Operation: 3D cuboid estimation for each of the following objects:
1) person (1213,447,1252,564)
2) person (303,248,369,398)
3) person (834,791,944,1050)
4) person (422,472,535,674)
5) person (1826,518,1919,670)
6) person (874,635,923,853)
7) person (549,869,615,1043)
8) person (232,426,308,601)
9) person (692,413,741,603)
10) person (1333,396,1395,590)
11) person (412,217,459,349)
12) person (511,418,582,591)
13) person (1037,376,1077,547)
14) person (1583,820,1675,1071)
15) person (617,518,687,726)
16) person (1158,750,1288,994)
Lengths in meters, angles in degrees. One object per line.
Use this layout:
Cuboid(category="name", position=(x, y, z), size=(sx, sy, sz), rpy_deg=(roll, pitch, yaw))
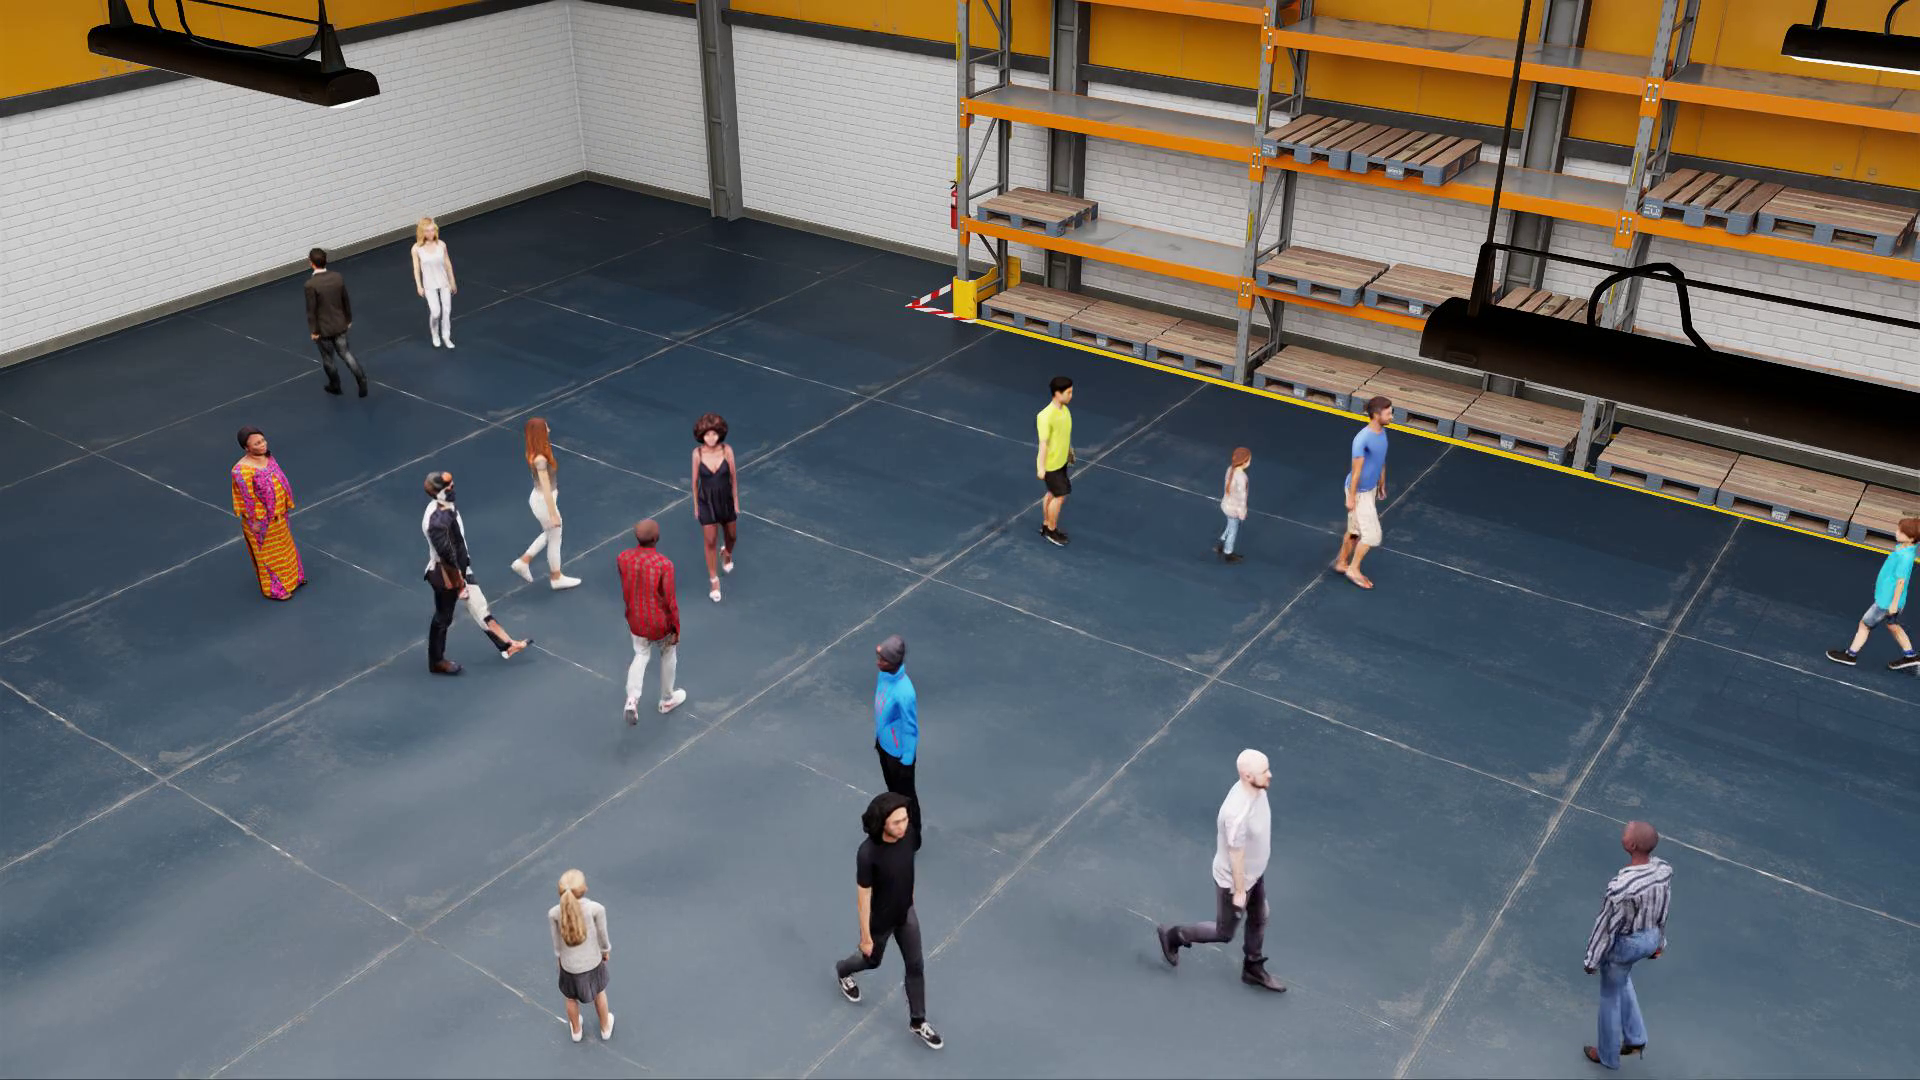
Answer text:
Cuboid(category="person", position=(2.525, -0.319, 15.641), size=(0.664, 1.185, 0.601), rpy_deg=(-5, 29, -10))
Cuboid(category="person", position=(-7.102, -2.423, 18.874), size=(1.004, 1.782, 0.722), rpy_deg=(20, 35, 33))
Cuboid(category="person", position=(-0.504, 2.260, 10.268), size=(0.793, 1.803, 1.183), rpy_deg=(-25, 37, -38))
Cuboid(category="person", position=(-4.323, 0.298, 13.811), size=(1.229, 1.854, 1.109), rpy_deg=(-2, 29, -3))
Cuboid(category="person", position=(7.877, 0.478, 13.930), size=(0.963, 1.424, 0.600), rpy_deg=(15, 32, 25))
Cuboid(category="person", position=(-0.434, 1.445, 11.767), size=(0.750, 1.797, 0.620), rpy_deg=(-14, 32, -25))
Cuboid(category="person", position=(-2.339, 2.564, 10.261), size=(0.598, 1.275, 0.658), rpy_deg=(-5, 29, -9))
Cuboid(category="person", position=(-6.259, -0.282, 15.052), size=(0.785, 1.683, 0.756), rpy_deg=(5, 29, 9))
Cuboid(category="person", position=(-2.205, -0.342, 15.057), size=(0.842, 1.784, 0.931), rpy_deg=(-8, 30, -14))
Cuboid(category="person", position=(3.609, -0.478, 15.240), size=(0.689, 1.848, 0.653), rpy_deg=(19, 34, 31))
Cuboid(category="person", position=(-6.434, -3.159, 20.353), size=(0.687, 1.658, 0.703), rpy_deg=(-19, 34, -31))
Cuboid(category="person", position=(-3.834, -0.290, 15.039), size=(0.897, 1.709, 0.885), rpy_deg=(-11, 30, -19))
Cuboid(category="person", position=(0.837, -0.785, 15.955), size=(0.657, 1.702, 0.696), rpy_deg=(14, 31, 23))
Cuboid(category="person", position=(4.041, 2.486, 9.885), size=(0.806, 1.771, 0.824), rpy_deg=(-15, 32, -26))
Cuboid(category="person", position=(-2.486, 0.672, 13.181), size=(1.009, 1.800, 0.911), rpy_deg=(8, 30, 15))
Cuboid(category="person", position=(1.695, 2.096, 10.557), size=(1.089, 1.812, 0.698), rpy_deg=(15, 32, 26))
